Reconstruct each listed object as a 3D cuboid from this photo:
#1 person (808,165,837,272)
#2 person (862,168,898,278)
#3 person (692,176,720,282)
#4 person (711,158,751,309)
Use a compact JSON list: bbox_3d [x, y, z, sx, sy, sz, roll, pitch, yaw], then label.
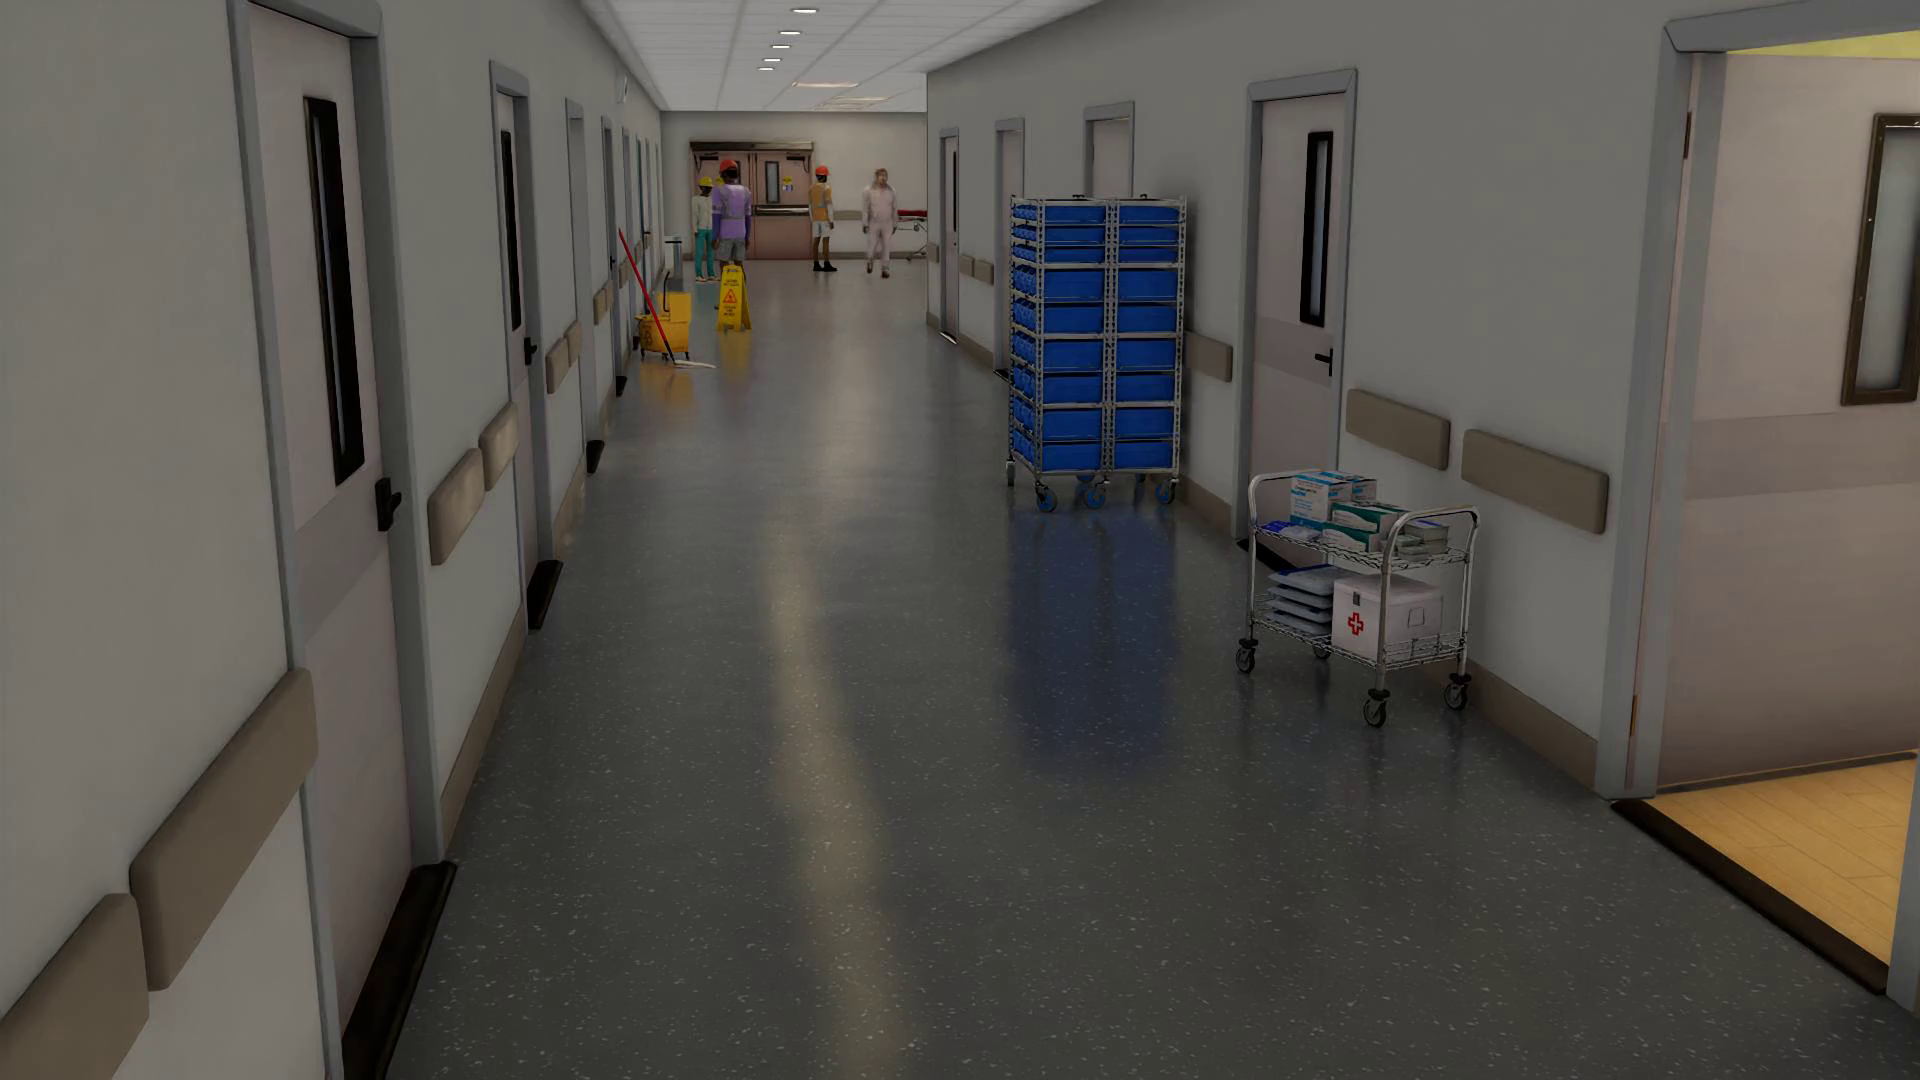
[{"bbox_3d":[-2.540,-5.929,30.708,0.543,1.939,0.361,9,16,36],"label":"person"},{"bbox_3d":[-1.405,-5.546,29.107,0.661,1.891,0.538,-4,13,-15],"label":"person"},{"bbox_3d":[-4.282,-5.245,28.082,0.518,1.757,0.337,-11,17,-39],"label":"person"},{"bbox_3d":[-3.120,-4.152,22.622,0.614,2.031,0.403,-11,17,-41],"label":"person"}]
